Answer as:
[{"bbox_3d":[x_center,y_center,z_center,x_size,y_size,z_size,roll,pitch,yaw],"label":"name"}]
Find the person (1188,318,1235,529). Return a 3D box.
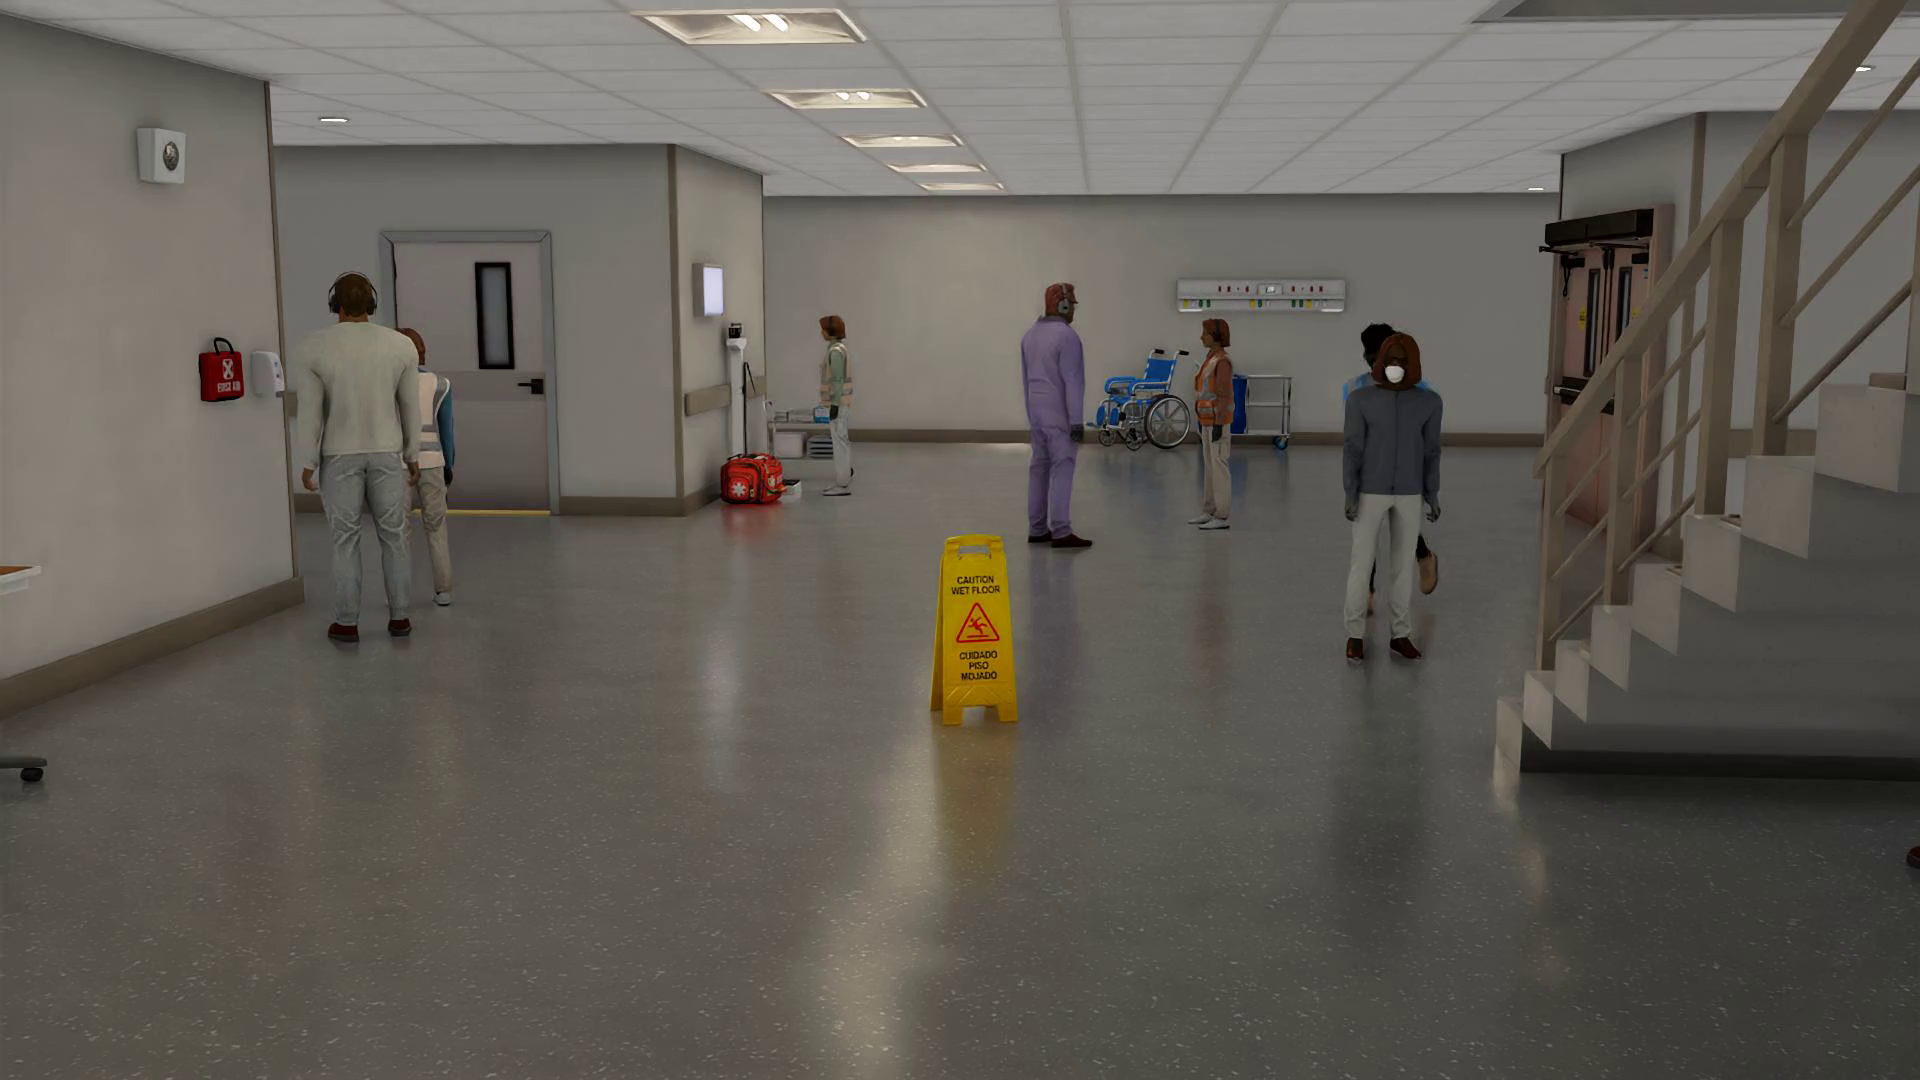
[{"bbox_3d":[1.982,-0.903,12.963,0.308,1.640,0.510,-1,8,-6],"label":"person"}]

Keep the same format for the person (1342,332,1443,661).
[{"bbox_3d":[2.147,-0.212,8.283,0.500,1.632,0.286,0,8,-2],"label":"person"}]

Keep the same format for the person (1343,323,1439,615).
[{"bbox_3d":[2.465,-0.408,9.499,0.552,1.664,0.739,7,11,38],"label":"person"}]

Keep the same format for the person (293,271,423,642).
[{"bbox_3d":[-3.146,-0.432,8.745,0.635,1.939,0.366,-5,10,-32],"label":"person"}]

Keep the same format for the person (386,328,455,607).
[{"bbox_3d":[-3.172,-0.410,9.644,0.508,1.629,0.318,-6,11,-37],"label":"person"}]

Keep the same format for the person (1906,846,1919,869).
[{"bbox_3d":[3.118,0.127,4.983,0.371,1.932,0.627,2,9,15],"label":"person"}]

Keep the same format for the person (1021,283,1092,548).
[{"bbox_3d":[0.712,-0.901,12.050,0.403,1.904,0.651,-5,10,-30],"label":"person"}]

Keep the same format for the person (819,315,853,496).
[{"bbox_3d":[-1.125,-1.219,15.115,0.310,1.636,0.522,0,8,-3],"label":"person"}]
